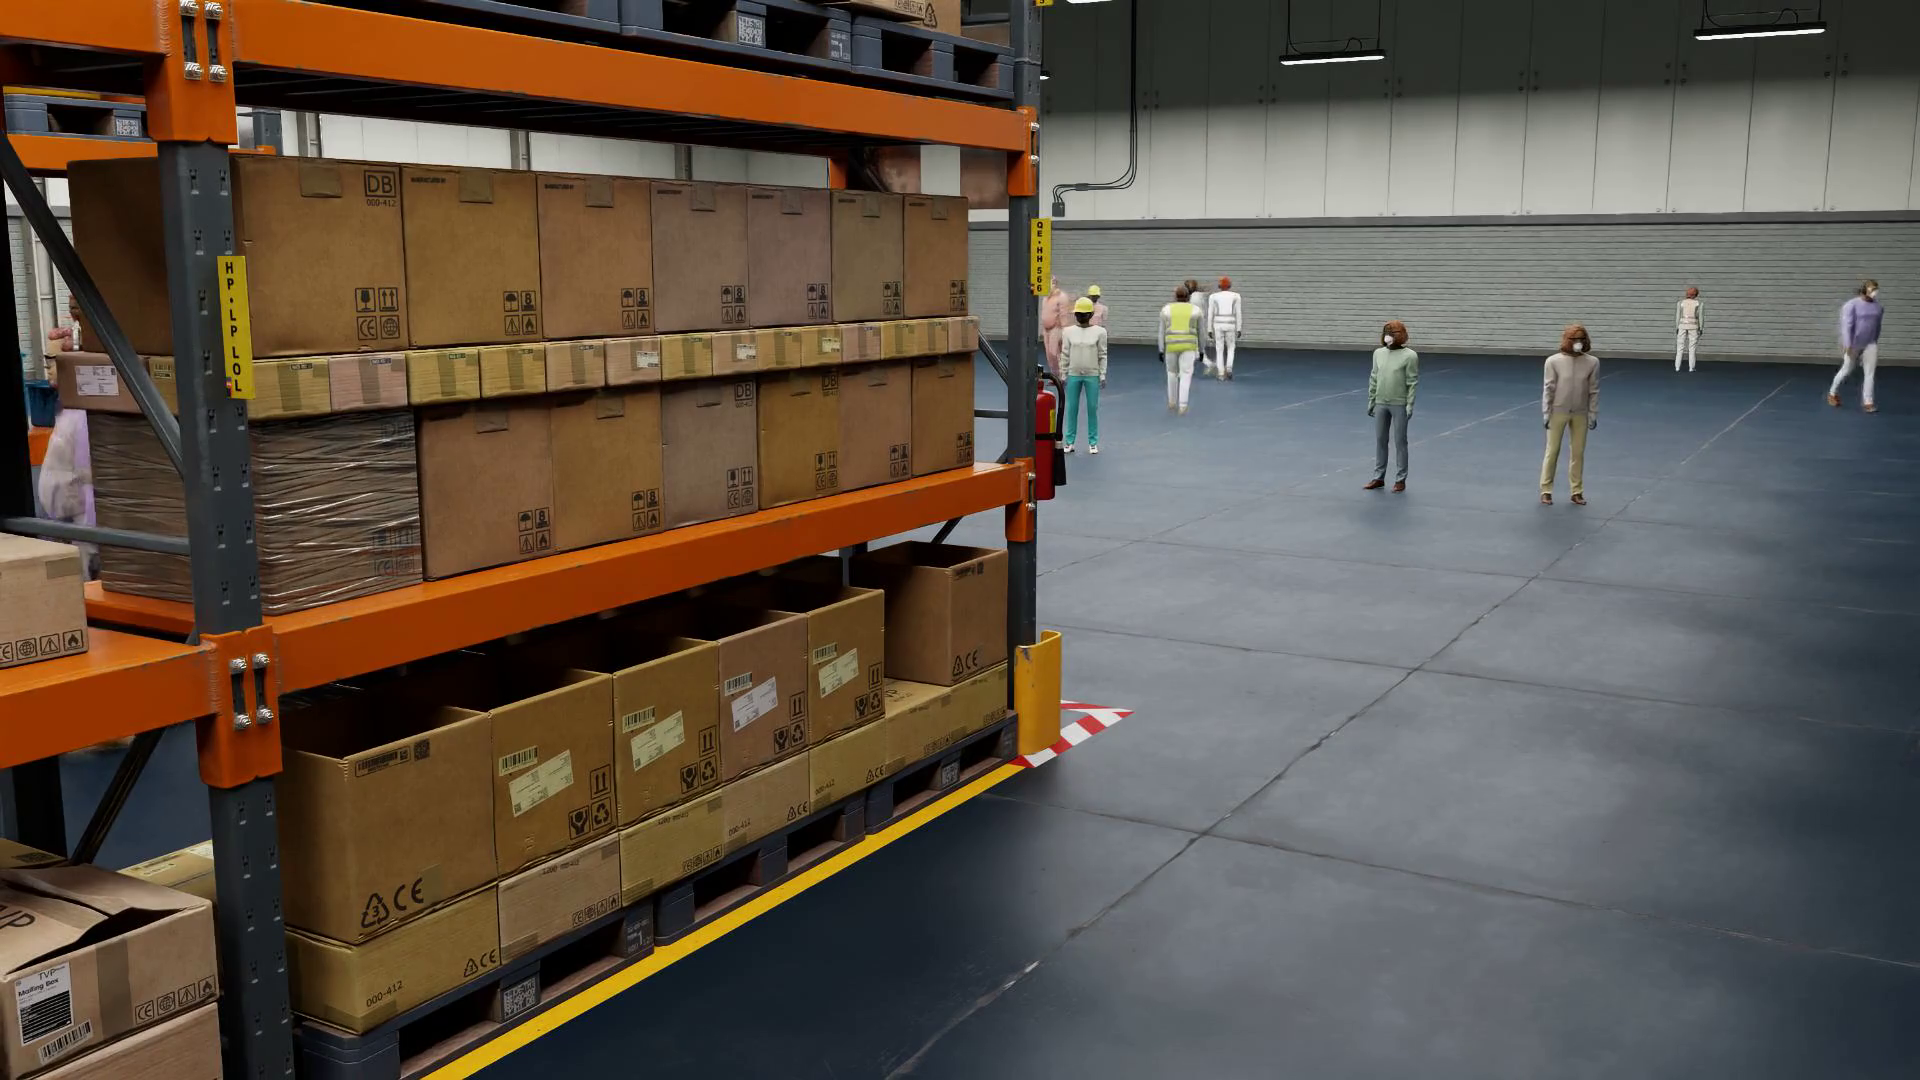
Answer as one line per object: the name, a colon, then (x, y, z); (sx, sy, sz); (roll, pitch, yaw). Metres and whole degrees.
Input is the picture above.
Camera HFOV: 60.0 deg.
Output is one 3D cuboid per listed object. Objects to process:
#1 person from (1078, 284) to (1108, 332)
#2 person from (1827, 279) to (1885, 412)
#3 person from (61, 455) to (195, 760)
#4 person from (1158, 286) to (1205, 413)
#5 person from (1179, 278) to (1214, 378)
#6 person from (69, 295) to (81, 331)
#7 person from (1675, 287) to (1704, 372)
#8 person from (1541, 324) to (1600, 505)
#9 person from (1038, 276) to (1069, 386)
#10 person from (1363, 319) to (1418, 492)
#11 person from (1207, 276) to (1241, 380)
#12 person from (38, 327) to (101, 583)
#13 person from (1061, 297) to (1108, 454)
person: (2.288, -3.540, 28.704); (0.530, 1.746, 0.628); (0, 10, 2)
person: (13.014, -2.832, 24.110); (0.622, 1.912, 0.925); (-1, 10, -3)
person: (-3.665, -0.059, 7.608); (0.625, 1.989, 1.013); (5, 11, 25)
person: (3.186, -2.728, 23.851); (0.658, 1.789, 0.968); (2, 10, 12)
person: (4.263, -3.837, 30.240); (0.629, 1.826, 0.636); (1, 10, 6)
person: (-8.408, -1.453, 16.107); (0.576, 1.881, 0.352); (4, 10, 22)
person: (14.056, -4.051, 32.053); (0.510, 1.634, 0.312); (7, 12, 35)
person: (5.454, -1.114, 14.887); (0.501, 1.623, 0.300); (0, 10, 3)
person: (1.575, -3.568, 28.470); (0.436, 1.888, 0.671); (-6, 11, -32)
person: (4.090, -1.272, 15.778); (0.279, 1.633, 0.504); (-9, 13, -43)
person: (4.775, -3.827, 30.061); (0.606, 1.862, 0.703); (1, 10, 7)
person: (-3.989, -0.020, 7.645); (0.400, 1.910, 0.643); (-6, 11, -30)
person: (1.398, -1.848, 18.773); (0.526, 1.765, 0.329); (2, 10, 13)
